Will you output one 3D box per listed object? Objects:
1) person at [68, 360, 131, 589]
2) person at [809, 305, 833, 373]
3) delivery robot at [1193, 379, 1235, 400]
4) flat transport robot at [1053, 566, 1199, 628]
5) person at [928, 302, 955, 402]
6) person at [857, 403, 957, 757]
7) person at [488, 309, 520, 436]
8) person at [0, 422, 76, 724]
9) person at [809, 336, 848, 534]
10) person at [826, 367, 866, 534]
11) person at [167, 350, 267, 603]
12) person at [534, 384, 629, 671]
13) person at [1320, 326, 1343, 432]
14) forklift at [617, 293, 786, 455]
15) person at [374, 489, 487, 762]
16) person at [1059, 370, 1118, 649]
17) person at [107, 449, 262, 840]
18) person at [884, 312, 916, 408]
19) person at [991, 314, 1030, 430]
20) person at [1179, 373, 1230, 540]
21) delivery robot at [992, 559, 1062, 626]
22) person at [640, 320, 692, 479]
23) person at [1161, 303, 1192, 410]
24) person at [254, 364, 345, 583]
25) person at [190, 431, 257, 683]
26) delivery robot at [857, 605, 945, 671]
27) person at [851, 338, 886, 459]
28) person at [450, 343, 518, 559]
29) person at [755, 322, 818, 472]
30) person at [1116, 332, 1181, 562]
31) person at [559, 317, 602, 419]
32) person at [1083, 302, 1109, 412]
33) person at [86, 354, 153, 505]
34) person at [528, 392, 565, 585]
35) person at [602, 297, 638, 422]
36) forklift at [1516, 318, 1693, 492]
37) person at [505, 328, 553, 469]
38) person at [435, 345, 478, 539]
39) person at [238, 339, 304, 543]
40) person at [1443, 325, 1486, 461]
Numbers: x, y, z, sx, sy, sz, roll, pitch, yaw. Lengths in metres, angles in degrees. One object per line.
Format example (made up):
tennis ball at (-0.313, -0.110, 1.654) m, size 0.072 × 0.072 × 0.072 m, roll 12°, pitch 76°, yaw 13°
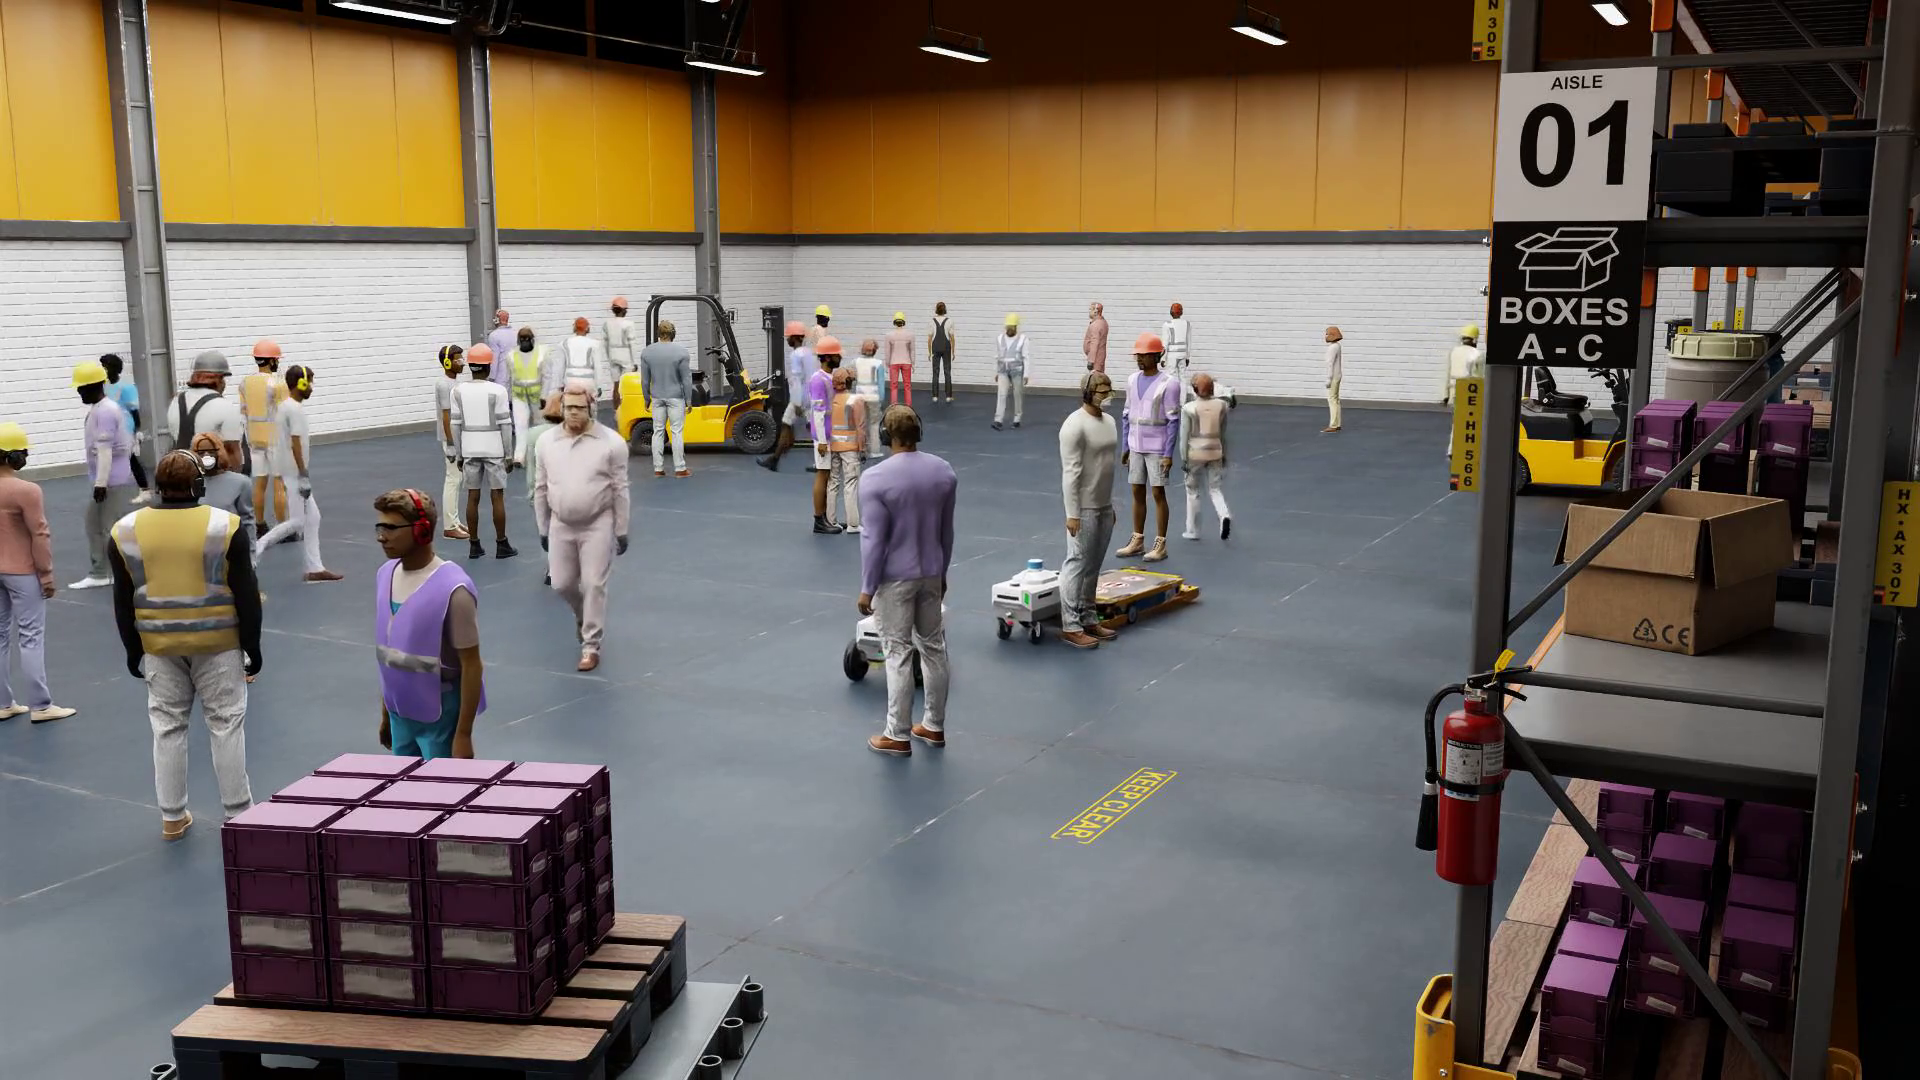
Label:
person at (-6.907, -0.537, 13.625) m, size 0.759 × 1.894 × 0.582 m, roll -7°, pitch 12°, yaw -35°
person at (-2.205, -2.766, 26.438) m, size 0.382 × 1.919 × 0.584 m, roll -3°, pitch 10°, yaw -18°
delivery robot at (4.422, -2.570, 28.977) m, size 0.707 × 0.478 × 0.477 m, roll 3°, pitch 10°, yaw 18°
flat transport robot at (1.210, 0.422, 12.749) m, size 0.652 × 0.197 × 1.431 m, roll 7°, pitch 12°, yaw 35°
person at (-0.343, -3.468, 30.721) m, size 0.506 × 1.846 × 0.343 m, roll 1°, pitch 10°, yaw 4°
person at (-0.297, 0.221, 9.106) m, size 0.627 × 1.936 × 0.376 m, roll -8°, pitch 13°, yaw -39°
person at (-6.815, -2.481, 24.828) m, size 0.407 × 1.908 × 0.641 m, roll 5°, pitch 11°, yaw 25°
person at (-5.529, 0.195, 9.741) m, size 0.526 × 1.768 × 0.330 m, roll 3°, pitch 10°, yaw 15°
person at (-1.280, -1.032, 16.349) m, size 0.362 × 1.936 × 0.552 m, roll 2°, pitch 10°, yaw 10°
person at (-1.140, -0.875, 16.303) m, size 0.525 × 1.639 × 0.307 m, roll 7°, pitch 12°, yaw 34°
person at (-5.778, -0.485, 12.881) m, size 0.699 × 2.000 × 0.603 m, roll 4°, pitch 11°, yaw 24°
person at (-2.516, -0.106, 11.134) m, size 0.650 × 1.888 × 0.662 m, roll 1°, pitch 10°, yaw 3°
person at (5.725, -2.465, 25.551) m, size 0.280 × 1.624 × 0.493 m, roll 4°, pitch 11°, yaw 21°
forklift at (-3.588, -2.317, 23.042) m, size 2.313 × 2.155 × 1.214 m, roll -1°, pitch 10°, yaw -5°
person at (-2.083, 0.705, 6.558) m, size 0.570 × 1.843 × 0.372 m, roll 8°, pitch 12°, yaw 38°
person at (0.912, -0.222, 11.658) m, size 0.353 × 1.937 × 0.635 m, roll 6°, pitch 11°, yaw 31°
person at (-3.595, 0.491, 7.807) m, size 0.633 × 1.843 × 0.429 m, roll -2°, pitch 10°, yaw -10°
person at (-1.004, -2.924, 27.799) m, size 0.525 × 1.769 × 0.309 m, roll -1°, pitch 10°, yaw -8°
person at (0.773, -2.582, 25.740) m, size 0.627 × 1.784 × 0.905 m, roll 4°, pitch 10°, yaw 21°
person at (2.341, -0.774, 15.765) m, size 0.526 × 1.616 × 0.586 m, roll -3°, pitch 10°, yaw -16°
delivery robot at (0.536, 0.383, 11.883) m, size 0.477 × 0.478 × 0.707 m, roll 7°, pitch 12°, yaw 35°
person at (-3.561, -1.708, 20.260) m, size 0.635 × 1.937 × 0.352 m, roll 2°, pitch 10°, yaw 10°
person at (3.751, -3.174, 28.910) m, size 0.576 × 1.882 × 0.355 m, roll -5°, pitch 11°, yaw -24°
person at (-5.574, -0.529, 13.741) m, size 0.752 × 1.831 × 0.606 m, roll -4°, pitch 11°, yaw -23°
person at (-4.729, 0.119, 10.563) m, size 0.500 × 1.633 × 0.282 m, roll -5°, pitch 11°, yaw -26°
delivery robot at (-0.377, 0.570, 10.784) m, size 0.477 × 0.478 × 0.707 m, roll 5°, pitch 10°, yaw 24°
person at (-1.241, -1.861, 22.054) m, size 0.528 × 1.616 × 0.600 m, roll 5°, pitch 11°, yaw 25°
person at (-4.277, -0.791, 14.952) m, size 0.543 × 1.939 × 0.360 m, roll 1°, pitch 10°, yaw 4°
person at (-2.087, -1.779, 20.820) m, size 0.953 × 1.883 × 0.561 m, roll 4°, pitch 11°, yaw 21°
person at (1.675, -0.830, 14.865) m, size 0.370 × 2.048 × 0.607 m, roll -9°, pitch 13°, yaw -42°
person at (-5.273, -2.166, 23.131) m, size 0.642 × 1.854 × 0.737 m, roll 0°, pitch 10°, yaw 2°
person at (2.305, -3.105, 28.426) m, size 0.409 × 1.913 × 0.642 m, roll 3°, pitch 10°, yaw 18°
person at (-9.118, -1.166, 17.913) m, size 0.548 × 1.651 × 0.844 m, roll 6°, pitch 12°, yaw 33°
person at (-3.257, -0.395, 13.583) m, size 0.523 × 1.617 × 0.365 m, roll 0°, pitch 10°, yaw -2°
person at (-5.495, -2.933, 27.078) m, size 0.627 × 2.038 × 0.425 m, roll 4°, pitch 11°, yaw 22°
forklift at (7.066, -1.601, 18.899) m, size 2.313 × 2.155 × 1.214 m, roll 5°, pitch 11°, yaw 27°
person at (-5.526, -1.815, 21.308) m, size 0.626 × 1.787 × 0.967 m, roll -1°, pitch 10°, yaw -3°
person at (-4.870, -0.946, 16.047) m, size 0.315 × 1.870 × 0.532 m, roll -1°, pitch 10°, yaw -8°
person at (-6.540, -0.938, 15.804) m, size 0.552 × 1.935 × 0.374 m, roll 4°, pitch 10°, yaw 20°
person at (6.774, -1.950, 22.084) m, size 0.904 × 1.784 × 0.605 m, roll -6°, pitch 12°, yaw -32°
